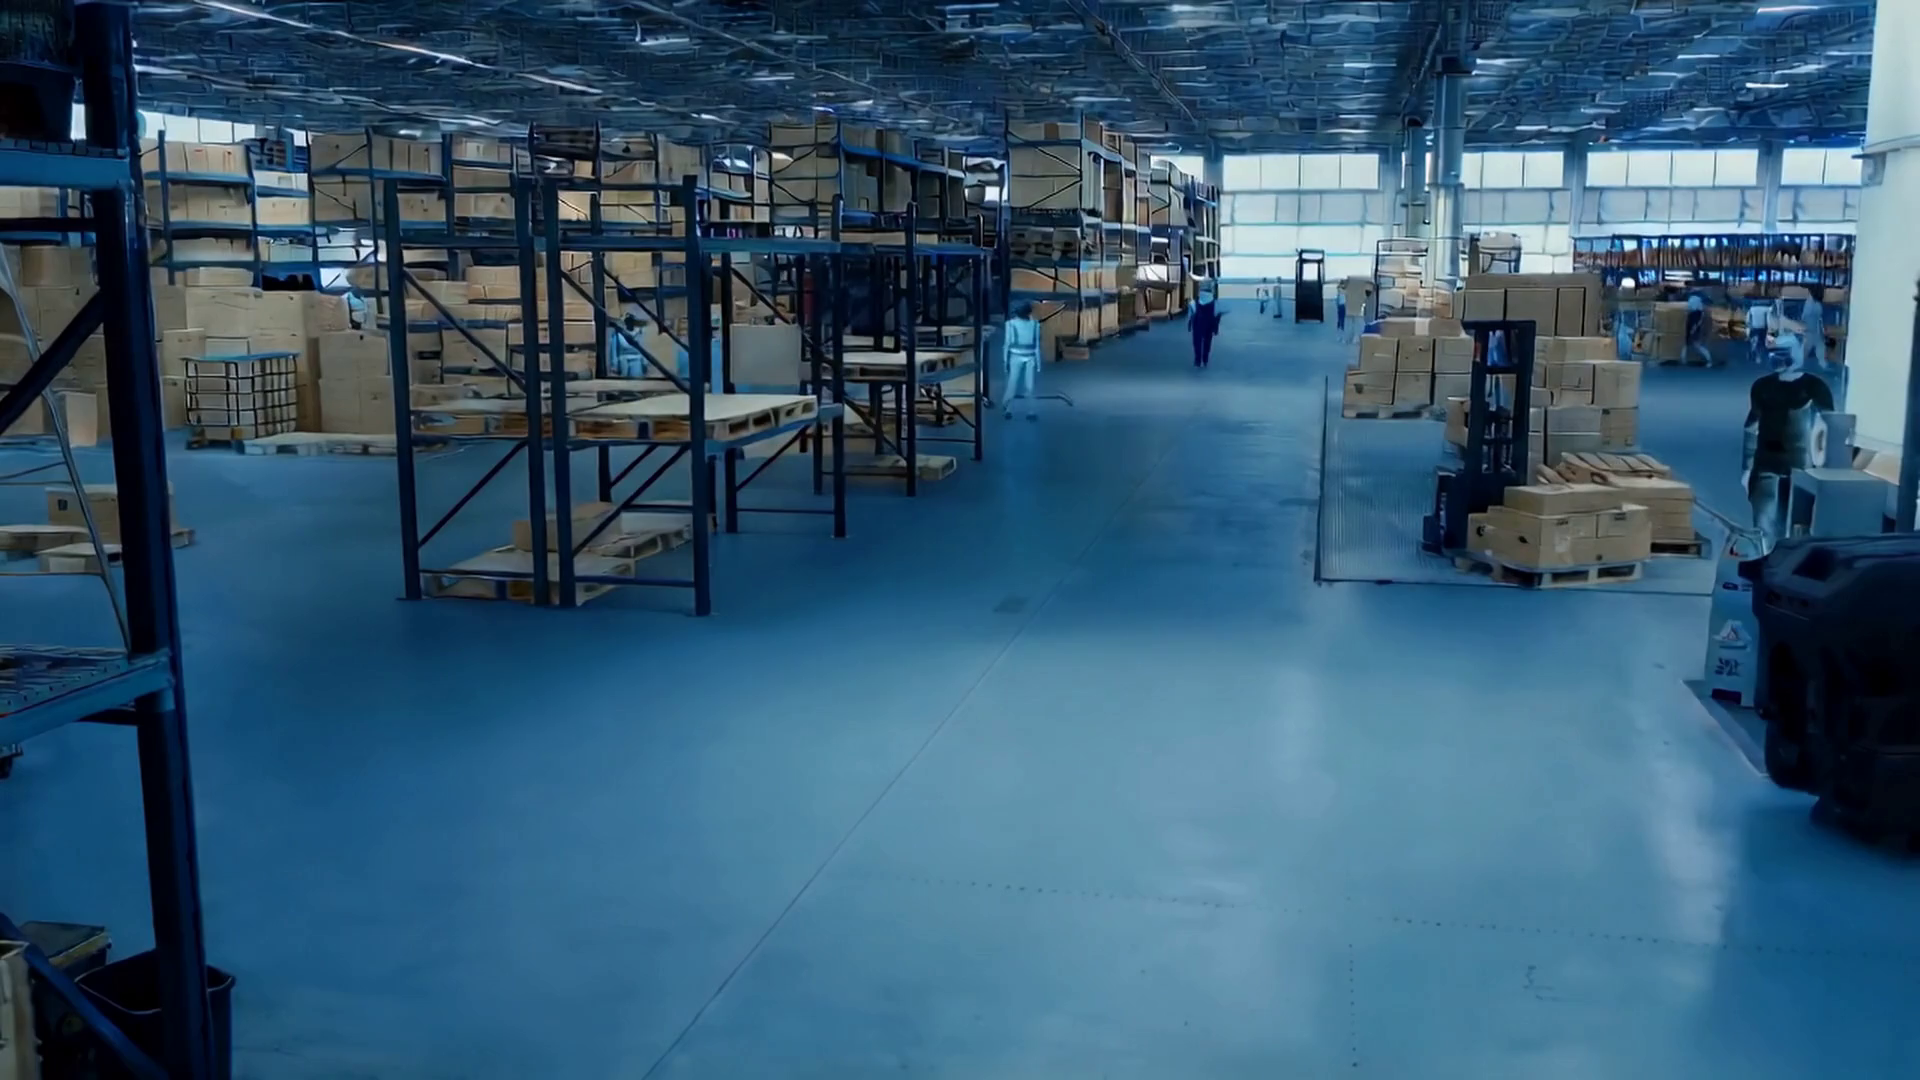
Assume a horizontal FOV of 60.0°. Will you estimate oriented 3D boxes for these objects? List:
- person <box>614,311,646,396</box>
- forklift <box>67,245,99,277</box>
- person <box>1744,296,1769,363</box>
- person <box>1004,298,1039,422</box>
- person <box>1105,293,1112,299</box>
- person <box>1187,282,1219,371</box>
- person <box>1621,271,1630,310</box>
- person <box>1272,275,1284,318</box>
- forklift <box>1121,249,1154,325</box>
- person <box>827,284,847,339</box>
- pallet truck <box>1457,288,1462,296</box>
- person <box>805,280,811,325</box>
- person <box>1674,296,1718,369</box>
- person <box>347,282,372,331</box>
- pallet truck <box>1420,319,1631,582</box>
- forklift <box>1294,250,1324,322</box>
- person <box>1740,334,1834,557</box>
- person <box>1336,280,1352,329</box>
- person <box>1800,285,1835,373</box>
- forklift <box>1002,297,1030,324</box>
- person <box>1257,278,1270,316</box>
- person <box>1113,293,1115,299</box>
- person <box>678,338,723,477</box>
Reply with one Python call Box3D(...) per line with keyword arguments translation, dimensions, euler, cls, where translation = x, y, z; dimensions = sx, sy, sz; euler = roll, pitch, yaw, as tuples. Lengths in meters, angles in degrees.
Box3D(translation=(-5.300, -2.851, 26.750), dimensions=(0.512, 1.642, 0.312), euler=(-4, 11, -24), cls="person")
Box3D(translation=(-22.760, -6.292, 43.468), dimensions=(1.873, 2.768, 1.129), euler=(2, 10, 12), cls="forklift")
Box3D(translation=(19.114, -5.054, 39.922), dimensions=(0.516, 1.603, 0.794), euler=(1, 10, 9), cls="person")
Box3D(translation=(0.936, -2.744, 25.410), dimensions=(0.586, 1.882, 0.342), euler=(-5, 11, -28), cls="person")
Box3D(translation=(6.018, -10.140, 69.071), dimensions=(0.576, 1.923, 0.403), euler=(3, 10, 16), cls="person")
Box3D(translation=(5.459, -4.837, 37.332), dimensions=(0.700, 2.000, 0.926), euler=(0, 10, 2), cls="person")
Box3D(translation=(32.283, -12.095, 80.586), dimensions=(0.405, 1.946, 0.610), euler=(5, 11, 29), cls="person")
Box3D(translation=(13.440, -10.285, 70.247), dimensions=(0.410, 1.823, 0.613), euler=(-5, 11, -26), cls="person")
Box3D(translation=(6.171, -9.289, 61.211), dimensions=(1.873, 2.768, 1.129), euler=(2, 10, 12), cls="forklift")
Box3D(translation=(-2.822, -4.883, 37.934), dimensions=(1.063, 1.931, 0.624), euler=(2, 10, 13), cls="person")
Box3D(translation=(20.506, -9.785, 68.819), dimensions=(0.653, 1.274, 1.630), euler=(2, 10, 12), cls="pallet truck")
Box3D(translation=(-5.626, -8.883, 62.295), dimensions=(0.541, 1.700, 0.315), euler=(-3, 10, -20), cls="person")
Box3D(translation=(16.633, -4.653, 37.431), dimensions=(0.884, 1.661, 0.528), euler=(-1, 10, -6), cls="person")
Box3D(translation=(-14.940, -5.459, 41.419), dimensions=(0.589, 1.911, 0.393), euler=(-6, 11, -32), cls="person")
Box3D(translation=(4.543, -0.757, 13.299), dimensions=(0.823, 1.965, 1.885), euler=(-4, 10, -22), cls="pallet truck")
Box3D(translation=(13.778, -10.002, 65.433), dimensions=(1.129, 2.768, 1.873), euler=(2, 10, 12), cls="forklift")
Box3D(translation=(5.939, -0.511, 12.014), dimensions=(0.353, 1.937, 0.635), euler=(-6, 11, -30), cls="person")
Box3D(translation=(13.609, -8.346, 58.975), dimensions=(0.543, 1.745, 0.599), euler=(3, 10, 15), cls="person")
Box3D(translation=(18.626, -4.562, 36.070), dimensions=(1.006, 1.909, 0.621), euler=(4, 10, 20), cls="person")
Box3D(translation=(2.593, -9.486, 62.376), dimensions=(1.873, 2.768, 1.129), euler=(2, 10, 11), cls="forklift")
Box3D(translation=(13.296, -10.681, 73.071), dimensions=(0.528, 1.661, 0.842), euler=(-2, 10, -13), cls="person")
Box3D(translation=(8.875, -14.128, 92.609), dimensions=(0.883, 1.954, 0.612), euler=(1, 10, 7), cls="person")
Box3D(translation=(-2.886, -1.625, 18.687), dimensions=(0.588, 1.912, 0.441), euler=(-4, 10, -24), cls="person")
